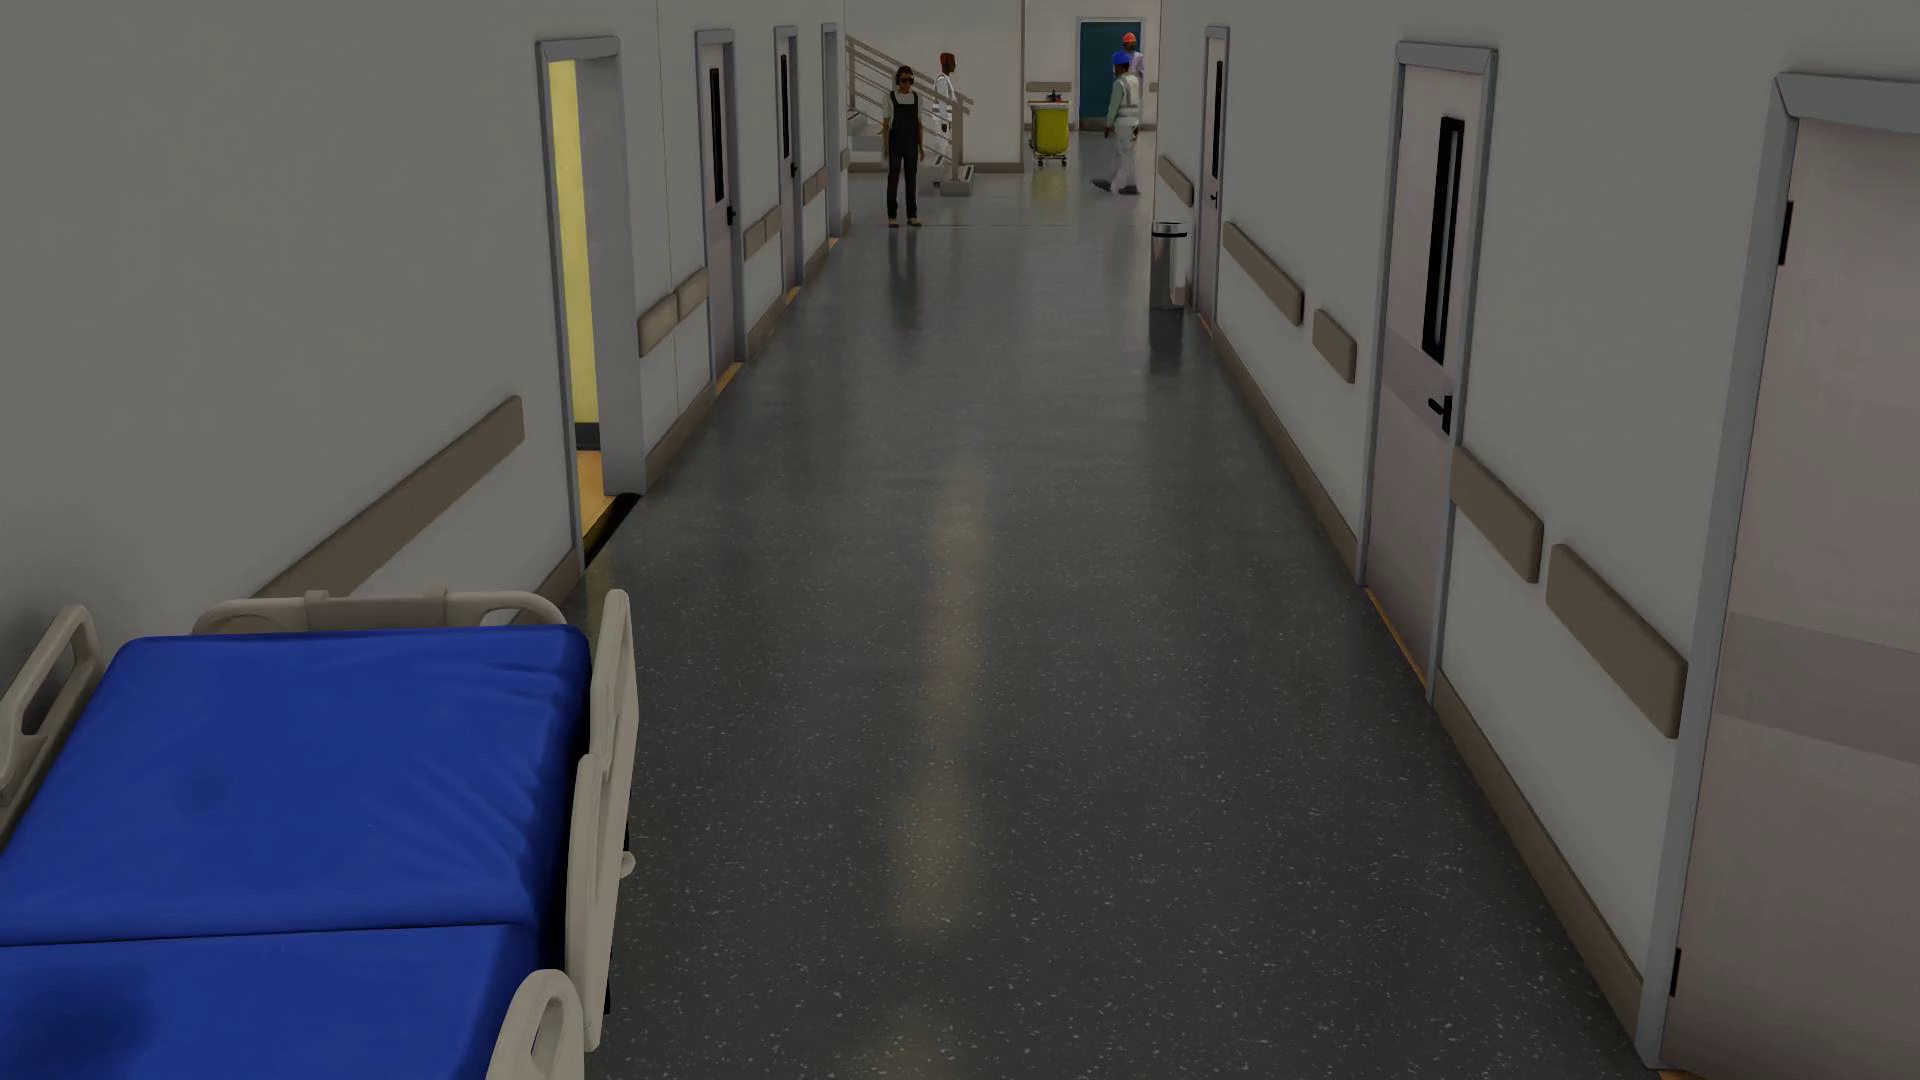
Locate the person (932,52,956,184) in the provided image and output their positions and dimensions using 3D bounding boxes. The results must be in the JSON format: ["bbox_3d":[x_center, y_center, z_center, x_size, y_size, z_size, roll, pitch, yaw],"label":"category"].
[{"bbox_3d":[-0.231,-6.143,24.285,0.356,1.869,0.575,1,18,3],"label":"person"}]

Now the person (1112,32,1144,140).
[{"bbox_3d":[3.287,-8.860,32.526,0.615,2.047,0.356,0,18,-1],"label":"person"}]

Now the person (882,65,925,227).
[{"bbox_3d":[-0.651,-4.582,19.431,0.520,1.846,0.378,-7,19,-21],"label":"person"}]

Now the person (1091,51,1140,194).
[{"bbox_3d":[2.153,-5.752,22.964,0.808,1.913,0.640,10,20,28],"label":"person"}]
